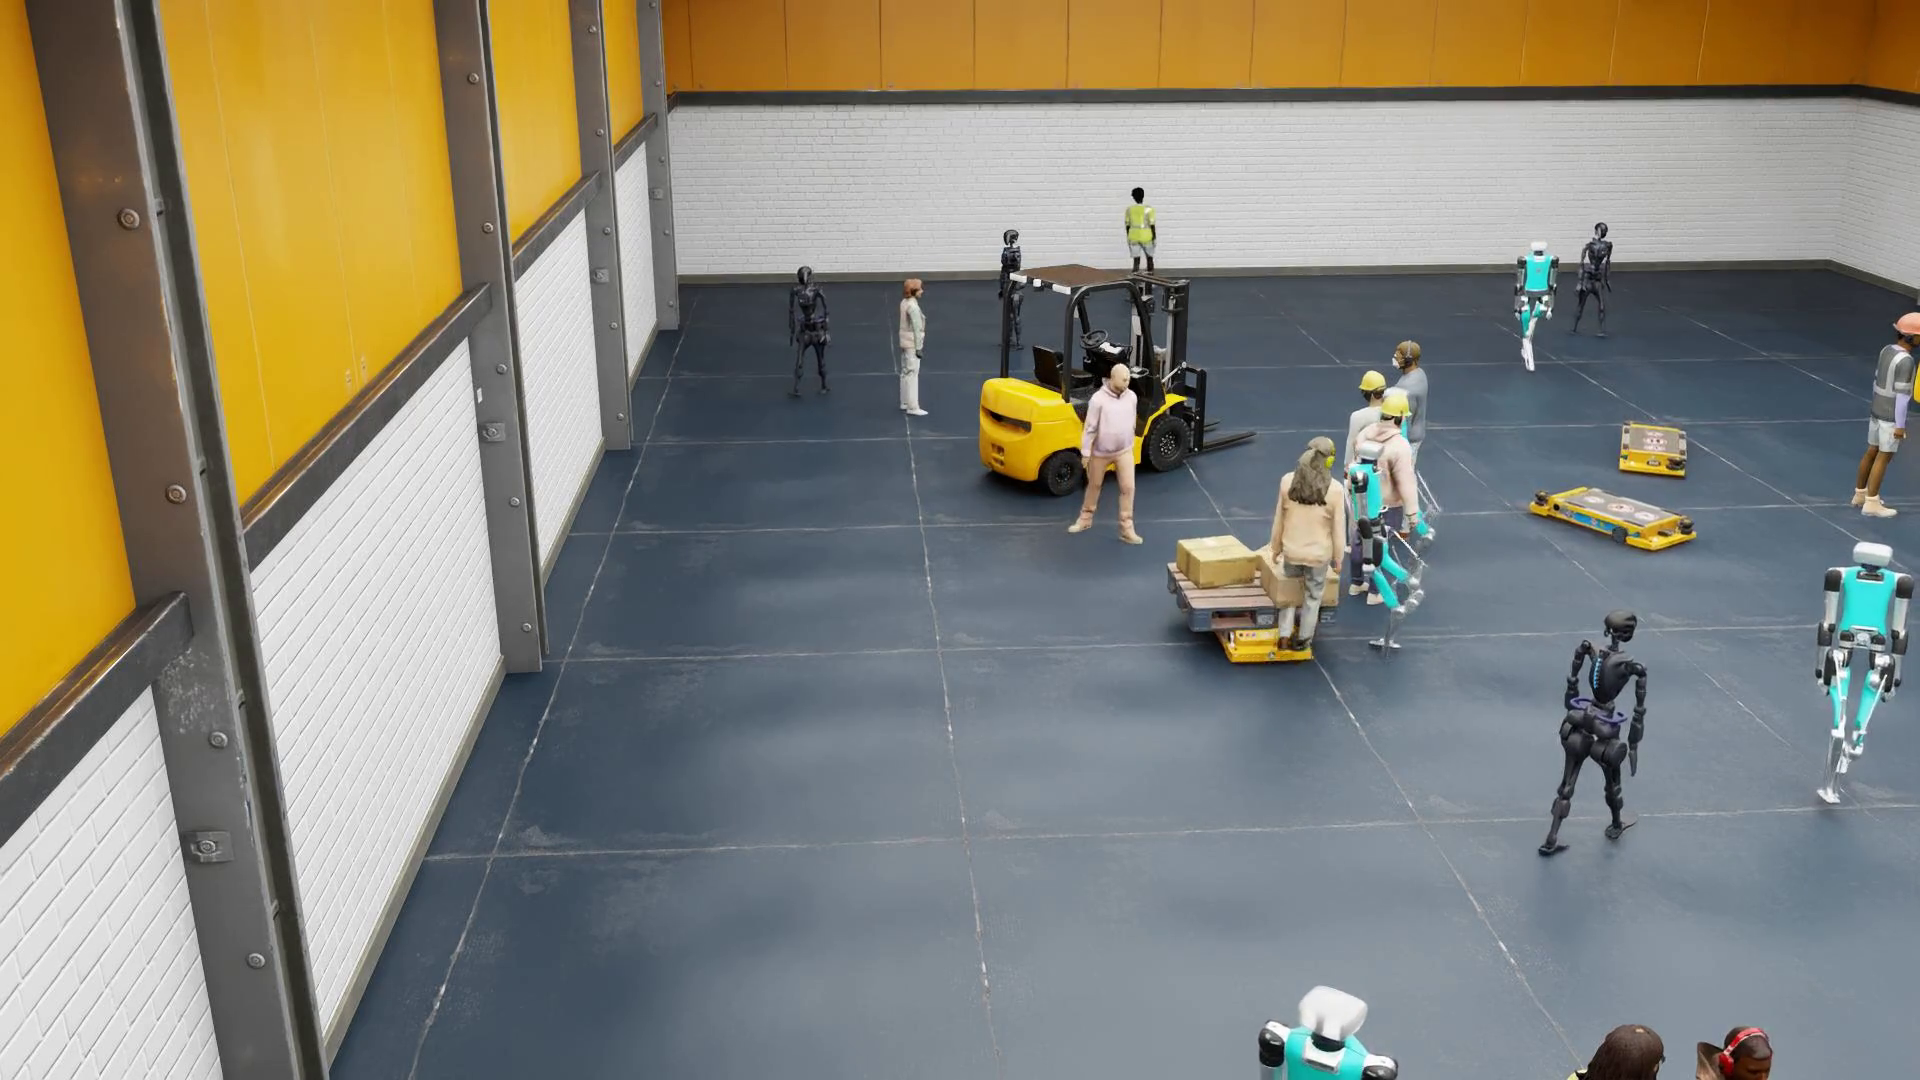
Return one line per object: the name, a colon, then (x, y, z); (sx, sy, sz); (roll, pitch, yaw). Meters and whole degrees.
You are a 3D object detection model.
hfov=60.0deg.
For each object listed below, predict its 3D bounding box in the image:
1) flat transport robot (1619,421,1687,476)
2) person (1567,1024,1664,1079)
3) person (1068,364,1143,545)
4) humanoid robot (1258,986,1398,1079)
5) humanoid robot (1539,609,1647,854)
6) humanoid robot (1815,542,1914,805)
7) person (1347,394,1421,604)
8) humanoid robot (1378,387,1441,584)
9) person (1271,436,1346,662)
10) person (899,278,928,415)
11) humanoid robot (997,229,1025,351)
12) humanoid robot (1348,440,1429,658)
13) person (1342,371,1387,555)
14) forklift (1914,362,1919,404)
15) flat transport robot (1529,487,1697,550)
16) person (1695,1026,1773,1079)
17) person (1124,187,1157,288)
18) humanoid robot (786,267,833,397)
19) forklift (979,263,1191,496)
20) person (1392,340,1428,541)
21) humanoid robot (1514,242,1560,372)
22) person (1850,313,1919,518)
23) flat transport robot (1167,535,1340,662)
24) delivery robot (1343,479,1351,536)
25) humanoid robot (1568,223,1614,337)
flat transport robot: (7.659, -1.011, 18.382); (0.659, 0.231, 1.431); (8, 22, 20)
person: (2.443, 2.614, 6.329); (0.378, 1.768, 0.470); (-11, 23, -26)
person: (1.382, -0.839, 15.794); (0.611, 1.738, 0.663); (-5, 21, -13)
humanoid robot: (1.503, 2.501, 6.748); (0.542, 1.824, 0.751); (10, 23, 26)
humanoid robot: (4.019, 1.176, 10.441); (0.774, 1.629, 0.587); (-13, 24, -32)
humanoid robot: (5.906, 0.958, 10.949); (0.564, 1.723, 1.029); (9, 22, 23)
person: (3.599, -0.343, 14.266); (0.433, 1.855, 0.819); (-12, 23, -29)
humanoid robot: (4.027, -0.439, 14.726); (0.769, 1.800, 0.550); (8, 22, 22)
person: (2.741, 0.082, 13.097); (0.579, 1.858, 0.443); (12, 23, 29)
person: (-0.576, -2.320, 19.955); (0.308, 1.638, 0.521); (-7, 21, -18)
humanoid robot: (0.717, -3.465, 23.004); (0.315, 1.657, 0.599); (-8, 22, -20)
humanoid robot: (3.432, 0.149, 13.240); (0.774, 1.877, 0.531); (8, 22, 22)
person: (3.783, -0.698, 15.374); (0.535, 1.755, 0.340); (-6, 21, -17)
forklift: (12.602, -2.435, 19.475); (2.313, 2.155, 1.214); (-1, 20, -4)
flat transport robot: (6.372, -0.232, 16.258); (0.659, 0.231, 1.431); (-13, 24, -31)
person: (2.967, 2.594, 6.565); (0.457, 1.644, 0.309); (-5, 21, -13)
person: (2.953, -4.855, 26.842); (0.599, 1.641, 0.786); (9, 22, 23)
humanoid robot: (-1.869, -2.572, 20.629); (0.612, 1.632, 0.711); (9, 22, 23)
forklift: (1.315, -1.764, 17.646); (2.313, 2.155, 1.214); (-14, 24, -33)
person: (4.229, -0.947, 15.806); (0.368, 1.931, 0.628); (7, 21, 19)
humanoid robot: (7.580, -3.128, 22.098); (0.549, 1.770, 1.039); (3, 20, 8)
person: (9.226, -1.243, 16.446); (0.389, 2.040, 0.613); (3, 20, 7)
flat transport robot: (2.410, 0.647, 13.864); (0.659, 0.231, 1.431); (-2, 20, -5)
delivery robot: (3.945, -0.376, 16.262); (0.499, 0.613, 0.814); (2, 20, 6)
humanoid robot: (9.037, -3.680, 23.643); (0.598, 1.631, 0.714); (-8, 22, -21)
